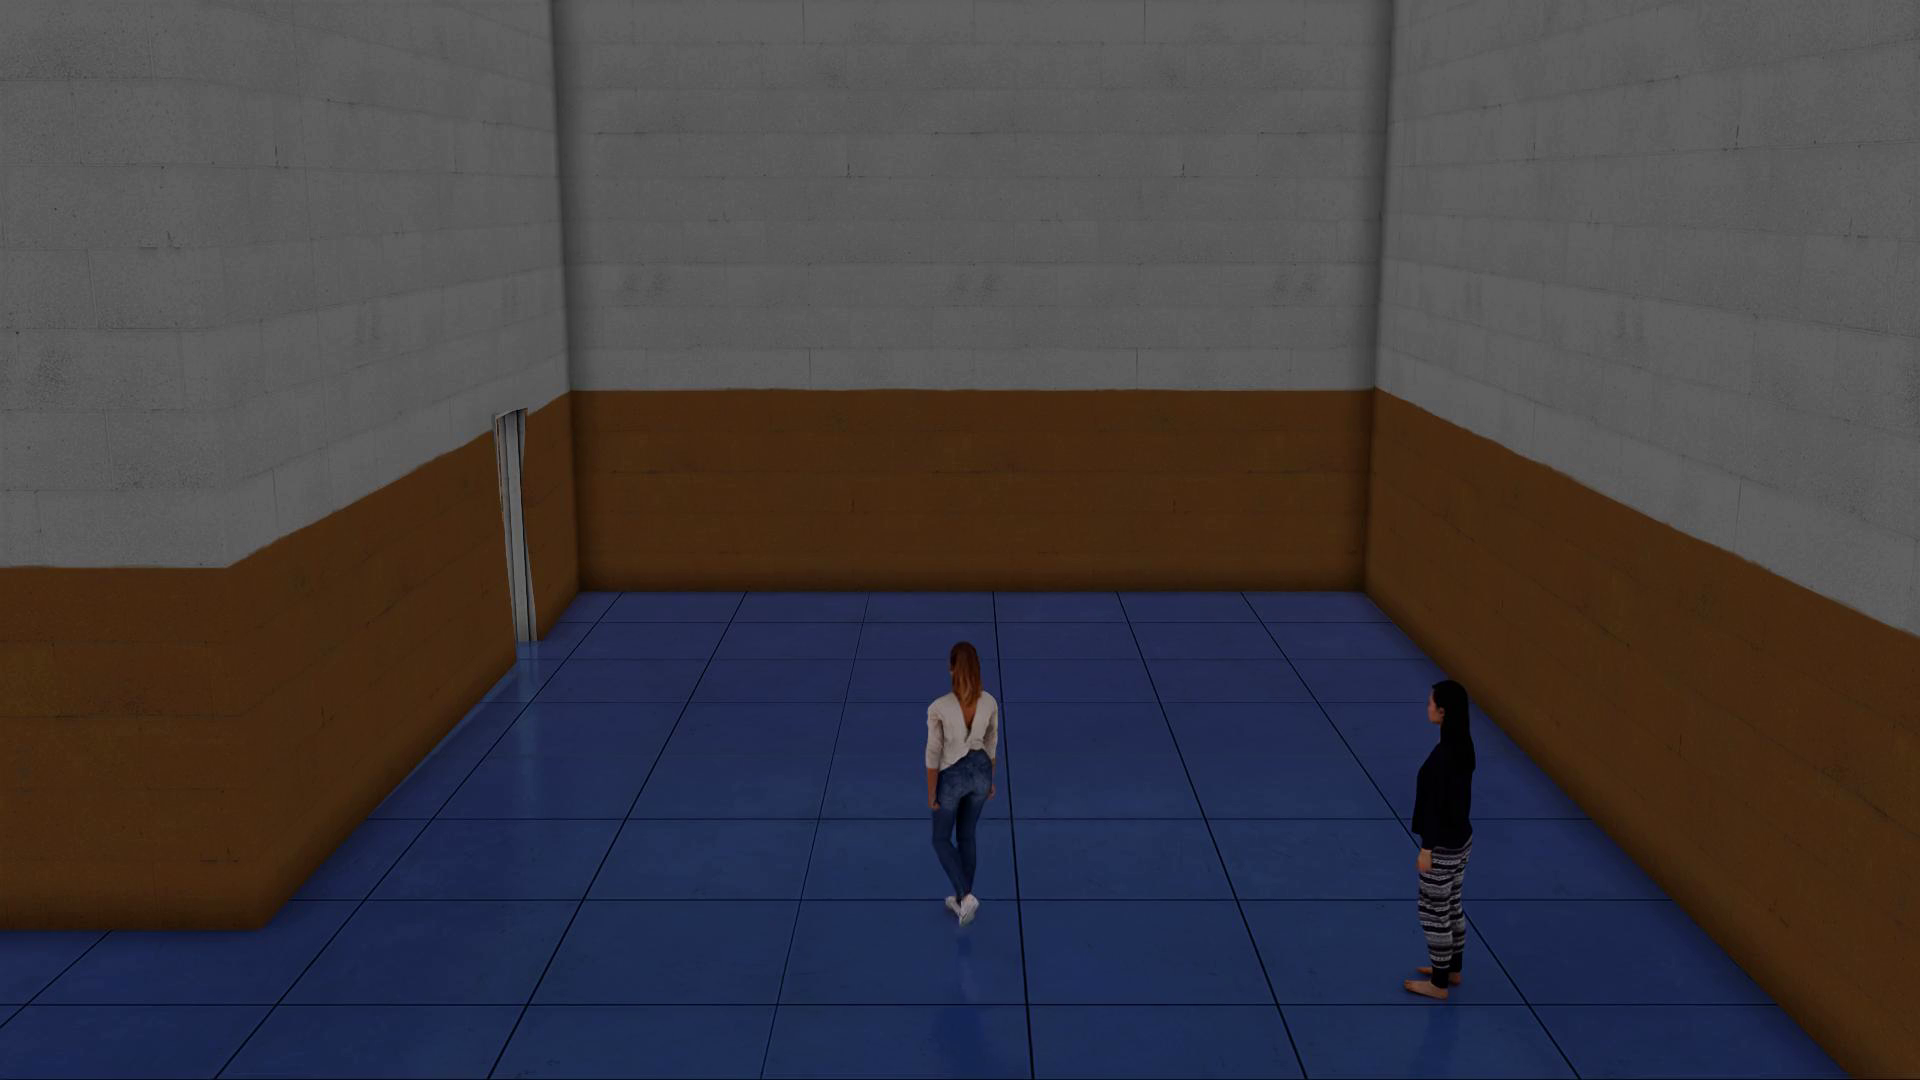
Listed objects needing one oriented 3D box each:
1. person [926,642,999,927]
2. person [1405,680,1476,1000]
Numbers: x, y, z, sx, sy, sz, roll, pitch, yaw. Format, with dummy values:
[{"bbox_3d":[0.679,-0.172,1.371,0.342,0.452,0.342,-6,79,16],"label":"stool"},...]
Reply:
[{"bbox_3d":[0.039,1.443,9.601,0.903,1.705,0.863,-5,13,-21],"label":"person"},{"bbox_3d":[2.595,1.583,8.870,0.699,1.733,0.677,8,15,35],"label":"person"}]
